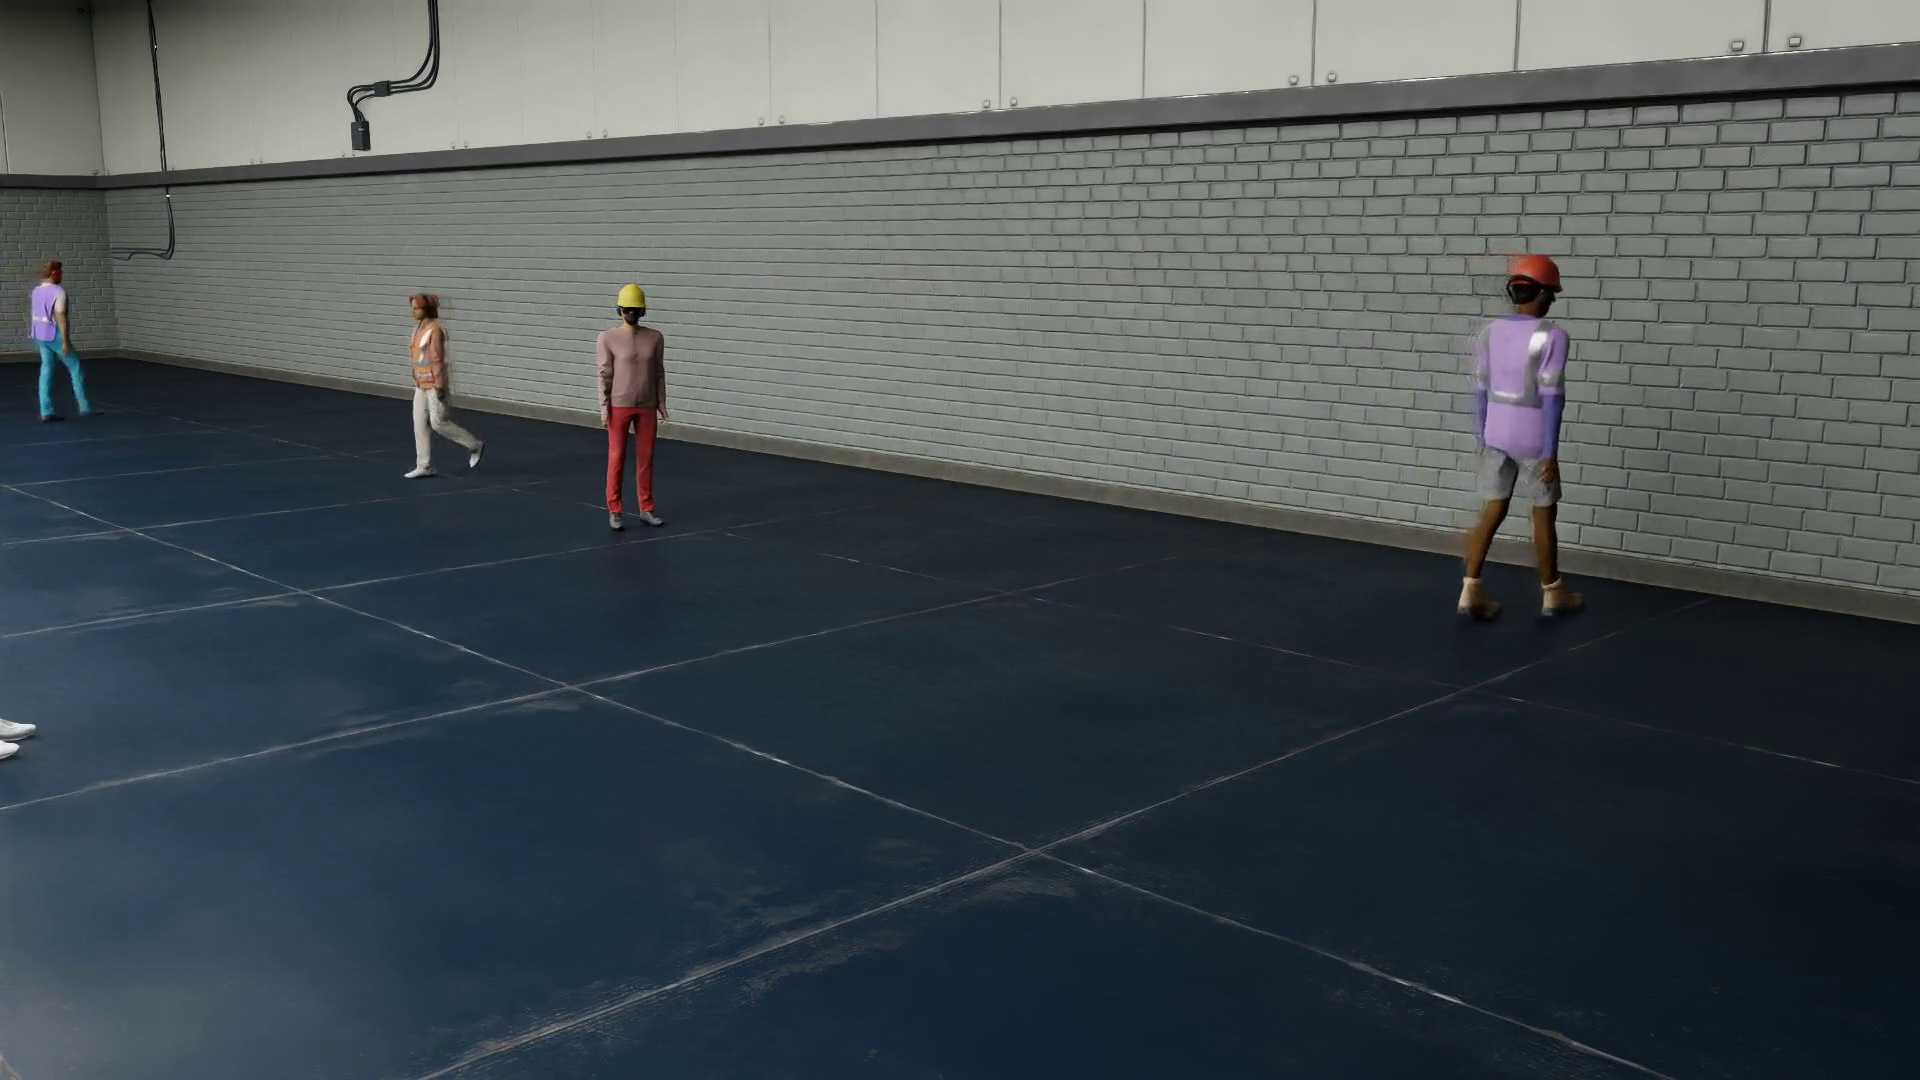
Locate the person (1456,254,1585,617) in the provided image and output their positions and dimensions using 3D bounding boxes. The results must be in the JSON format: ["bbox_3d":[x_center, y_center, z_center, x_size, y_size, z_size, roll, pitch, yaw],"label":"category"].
[{"bbox_3d":[3.113,-0.560,9.182,0.866,2.008,0.630,-6,12,-30],"label":"person"}]

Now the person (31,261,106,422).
[{"bbox_3d":[-10.256,-2.279,19.055,0.608,1.811,0.817,5,12,28],"label":"person"}]

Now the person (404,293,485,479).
[{"bbox_3d":[-4.577,-1.361,14.624,0.633,1.620,0.511,-9,14,-40],"label":"person"}]

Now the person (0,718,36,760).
[{"bbox_3d":[-4.058,-0.050,6.770,0.328,1.872,0.514,-3,11,-17],"label":"person"}]

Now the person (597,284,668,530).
[{"bbox_3d":[-2.357,-0.964,12.041,0.528,1.765,0.327,-7,13,-34],"label":"person"}]
